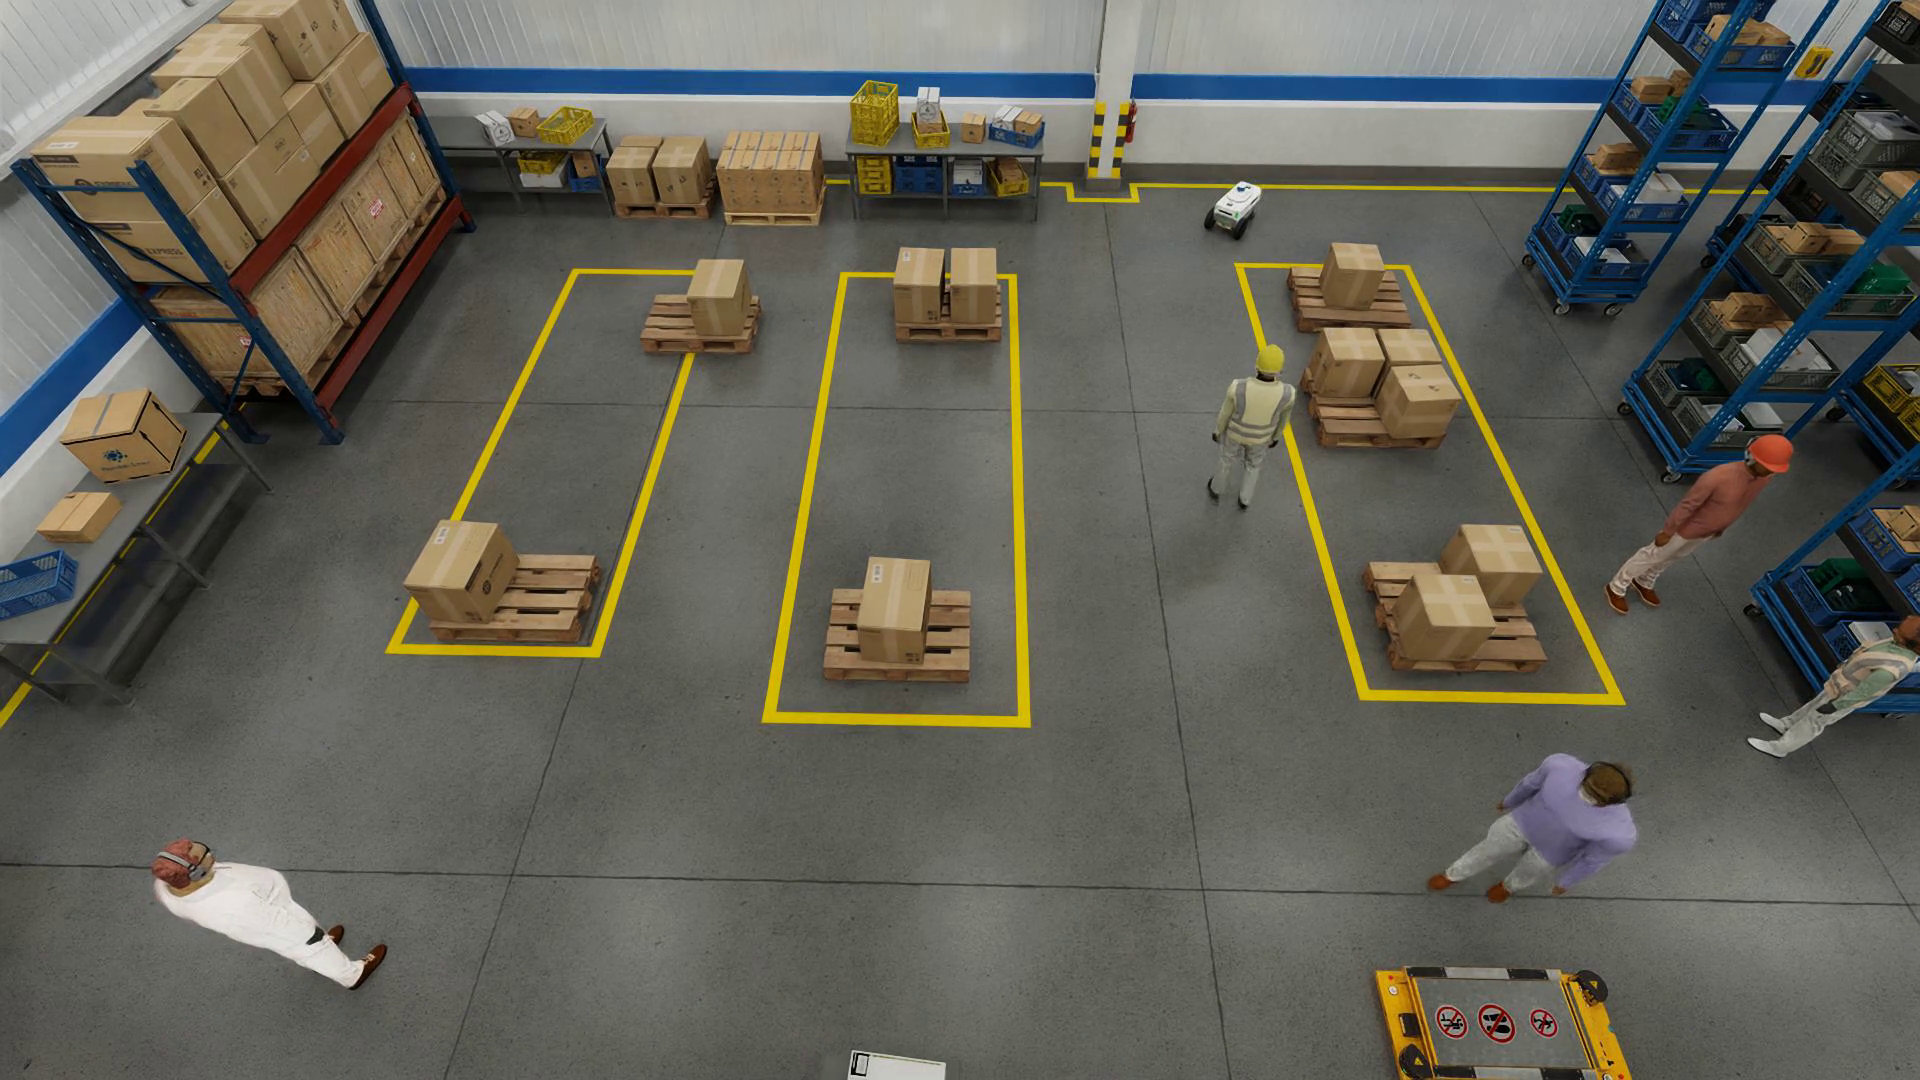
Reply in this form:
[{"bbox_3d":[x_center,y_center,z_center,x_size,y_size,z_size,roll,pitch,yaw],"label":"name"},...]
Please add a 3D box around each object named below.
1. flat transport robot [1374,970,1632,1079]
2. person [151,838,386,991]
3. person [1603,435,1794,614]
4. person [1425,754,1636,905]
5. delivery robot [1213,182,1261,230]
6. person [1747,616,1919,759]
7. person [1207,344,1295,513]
[{"bbox_3d":[3.501,3.133,5.914,1.431,0.197,0.652,1,51,1],"label":"flat transport robot"},{"bbox_3d":[-4.193,2.276,5.572,0.645,1.900,0.404,15,52,12],"label":"person"},{"bbox_3d":[5.999,-0.113,7.460,0.625,1.996,0.388,-10,52,-8],"label":"person"},{"bbox_3d":[3.710,1.902,5.866,0.536,1.939,0.630,-19,53,-15],"label":"person"},{"bbox_3d":[3.558,-4.325,11.753,0.477,0.478,0.707,30,57,22],"label":"delivery robot"},{"bbox_3d":[6.473,1.092,6.700,0.513,1.640,0.313,-35,59,-25],"label":"person"},{"bbox_3d":[2.603,-0.976,8.279,0.608,1.836,0.498,8,51,6],"label":"person"}]
